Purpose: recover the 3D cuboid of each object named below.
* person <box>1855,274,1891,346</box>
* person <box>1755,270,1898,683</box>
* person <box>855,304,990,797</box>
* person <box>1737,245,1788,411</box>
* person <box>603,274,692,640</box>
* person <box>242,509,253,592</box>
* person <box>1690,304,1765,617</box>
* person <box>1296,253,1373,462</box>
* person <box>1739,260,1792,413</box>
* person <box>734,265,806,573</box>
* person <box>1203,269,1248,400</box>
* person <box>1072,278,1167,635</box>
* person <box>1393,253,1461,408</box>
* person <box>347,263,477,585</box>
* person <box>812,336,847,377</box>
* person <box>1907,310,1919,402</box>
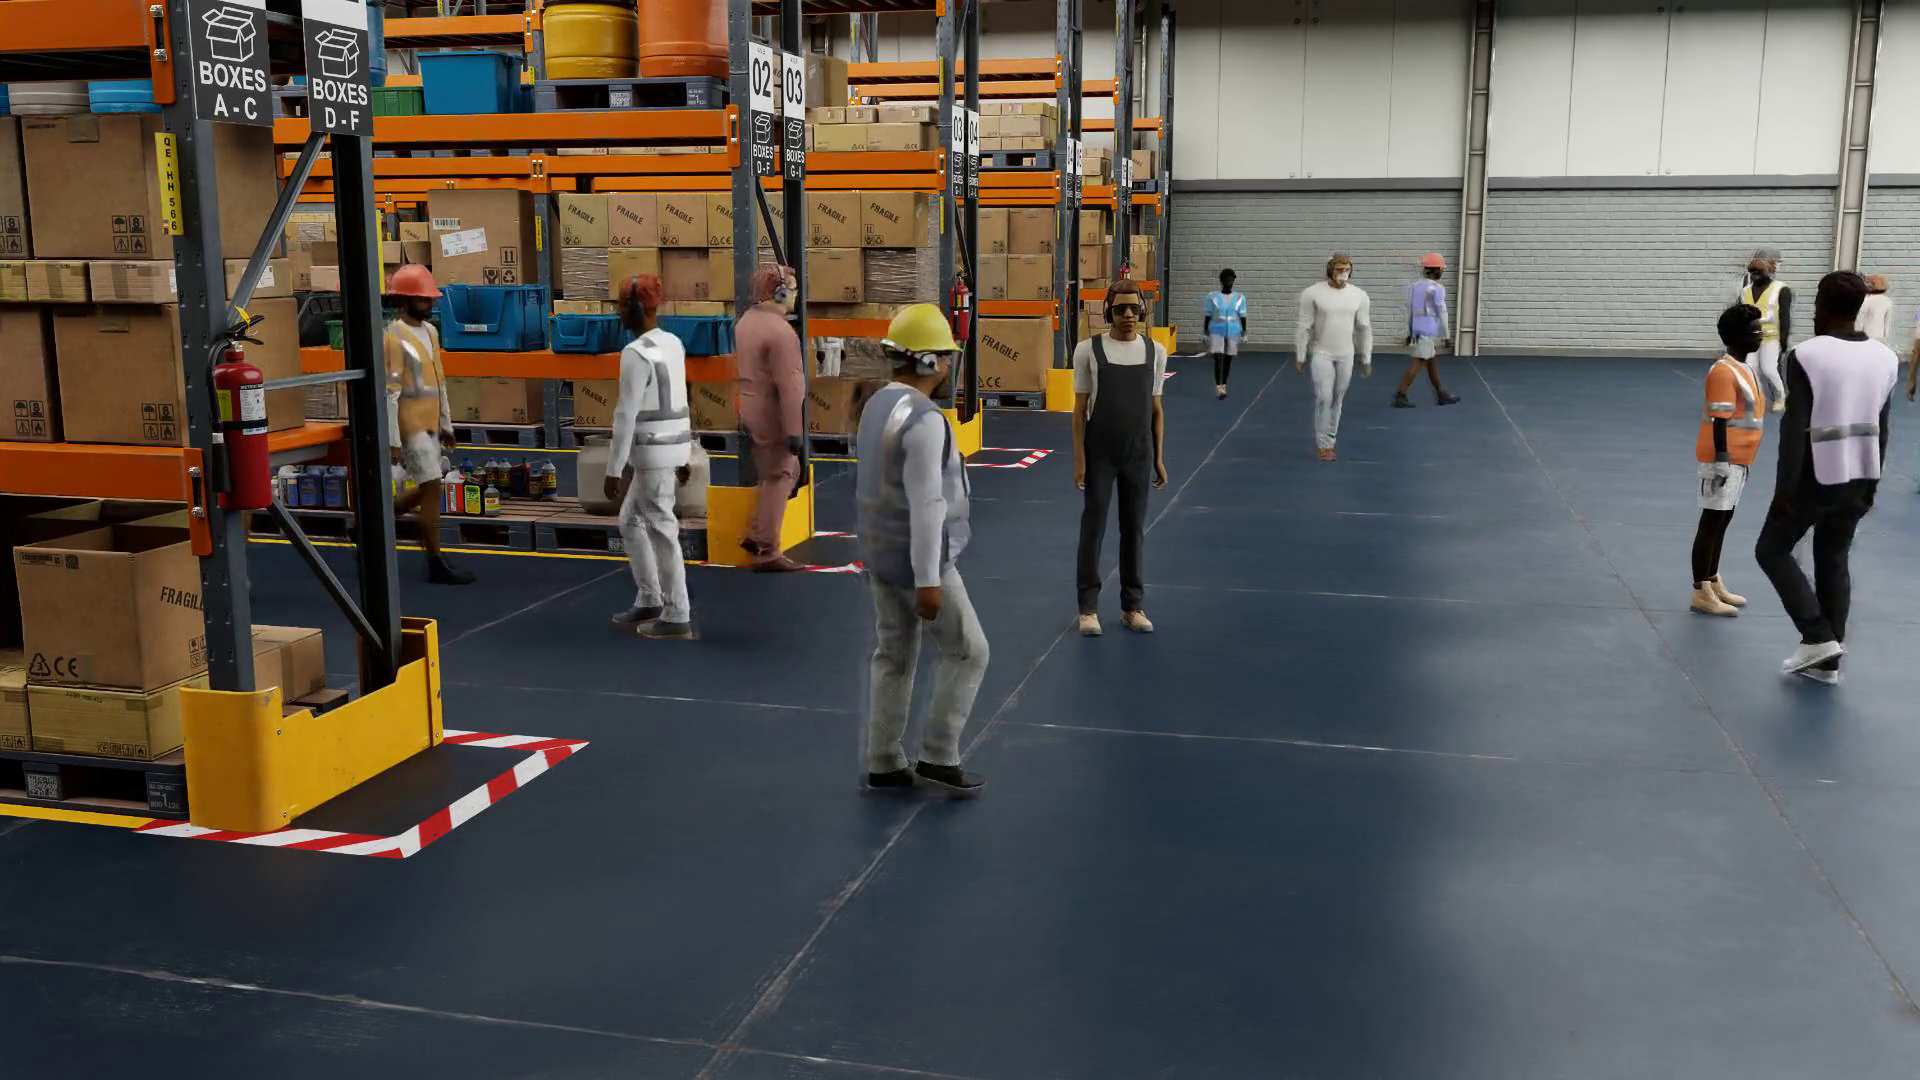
[{"bbox_3d":[11.538,-2.541,20.989,0.505,1.614,0.651,-5,11,-27],"label":"person"},{"bbox_3d":[3.982,-0.279,7.659,0.627,1.901,0.458,-3,11,-18],"label":"person"},{"bbox_3d":[-0.105,0.055,6.061,0.556,1.809,0.617,-4,11,-23],"label":"person"},{"bbox_3d":[9.563,-2.554,19.891,1.001,2.000,0.684,-2,10,-9],"label":"person"},{"bbox_3d":[-1.645,-0.403,8.446,0.613,1.864,0.610,2,10,9],"label":"person"},{"bbox_3d":[-4.128,-0.668,9.576,0.680,1.988,0.538,-1,10,-5],"label":"person"},{"bbox_3d":[4.220,-0.441,9.132,0.320,1.698,0.531,7,13,35],"label":"person"},{"bbox_3d":[3.462,-1.656,15.244,0.667,1.913,0.734,-1,10,-6],"label":"person"},{"bbox_3d":[9.302,-2.328,19.282,0.550,1.823,0.642,-7,12,-35],"label":"person"},{"bbox_3d":[-1.115,-0.733,10.216,0.433,1.887,0.680,-5,12,-27],"label":"person"},{"bbox_3d":[3.411,-2.614,21.247,0.550,1.654,0.834,-1,10,-4],"label":"person"},{"bbox_3d":[0.827,-0.425,8.633,0.506,1.847,0.345,-2,10,-12],"label":"person"},{"bbox_3d":[5.720,-2.549,20.315,1.012,1.883,0.567,-3,11,-18],"label":"person"},{"bbox_3d":[-3.303,-0.681,9.883,0.778,1.912,0.551,1,10,7],"label":"person"},{"bbox_3d":[-1.359,-2.022,17.383,0.356,1.883,0.573,4,11,20],"label":"person"},{"bbox_3d":[8.017,-1.277,13.404,0.648,1.816,0.577,-7,12,-33],"label":"person"}]
